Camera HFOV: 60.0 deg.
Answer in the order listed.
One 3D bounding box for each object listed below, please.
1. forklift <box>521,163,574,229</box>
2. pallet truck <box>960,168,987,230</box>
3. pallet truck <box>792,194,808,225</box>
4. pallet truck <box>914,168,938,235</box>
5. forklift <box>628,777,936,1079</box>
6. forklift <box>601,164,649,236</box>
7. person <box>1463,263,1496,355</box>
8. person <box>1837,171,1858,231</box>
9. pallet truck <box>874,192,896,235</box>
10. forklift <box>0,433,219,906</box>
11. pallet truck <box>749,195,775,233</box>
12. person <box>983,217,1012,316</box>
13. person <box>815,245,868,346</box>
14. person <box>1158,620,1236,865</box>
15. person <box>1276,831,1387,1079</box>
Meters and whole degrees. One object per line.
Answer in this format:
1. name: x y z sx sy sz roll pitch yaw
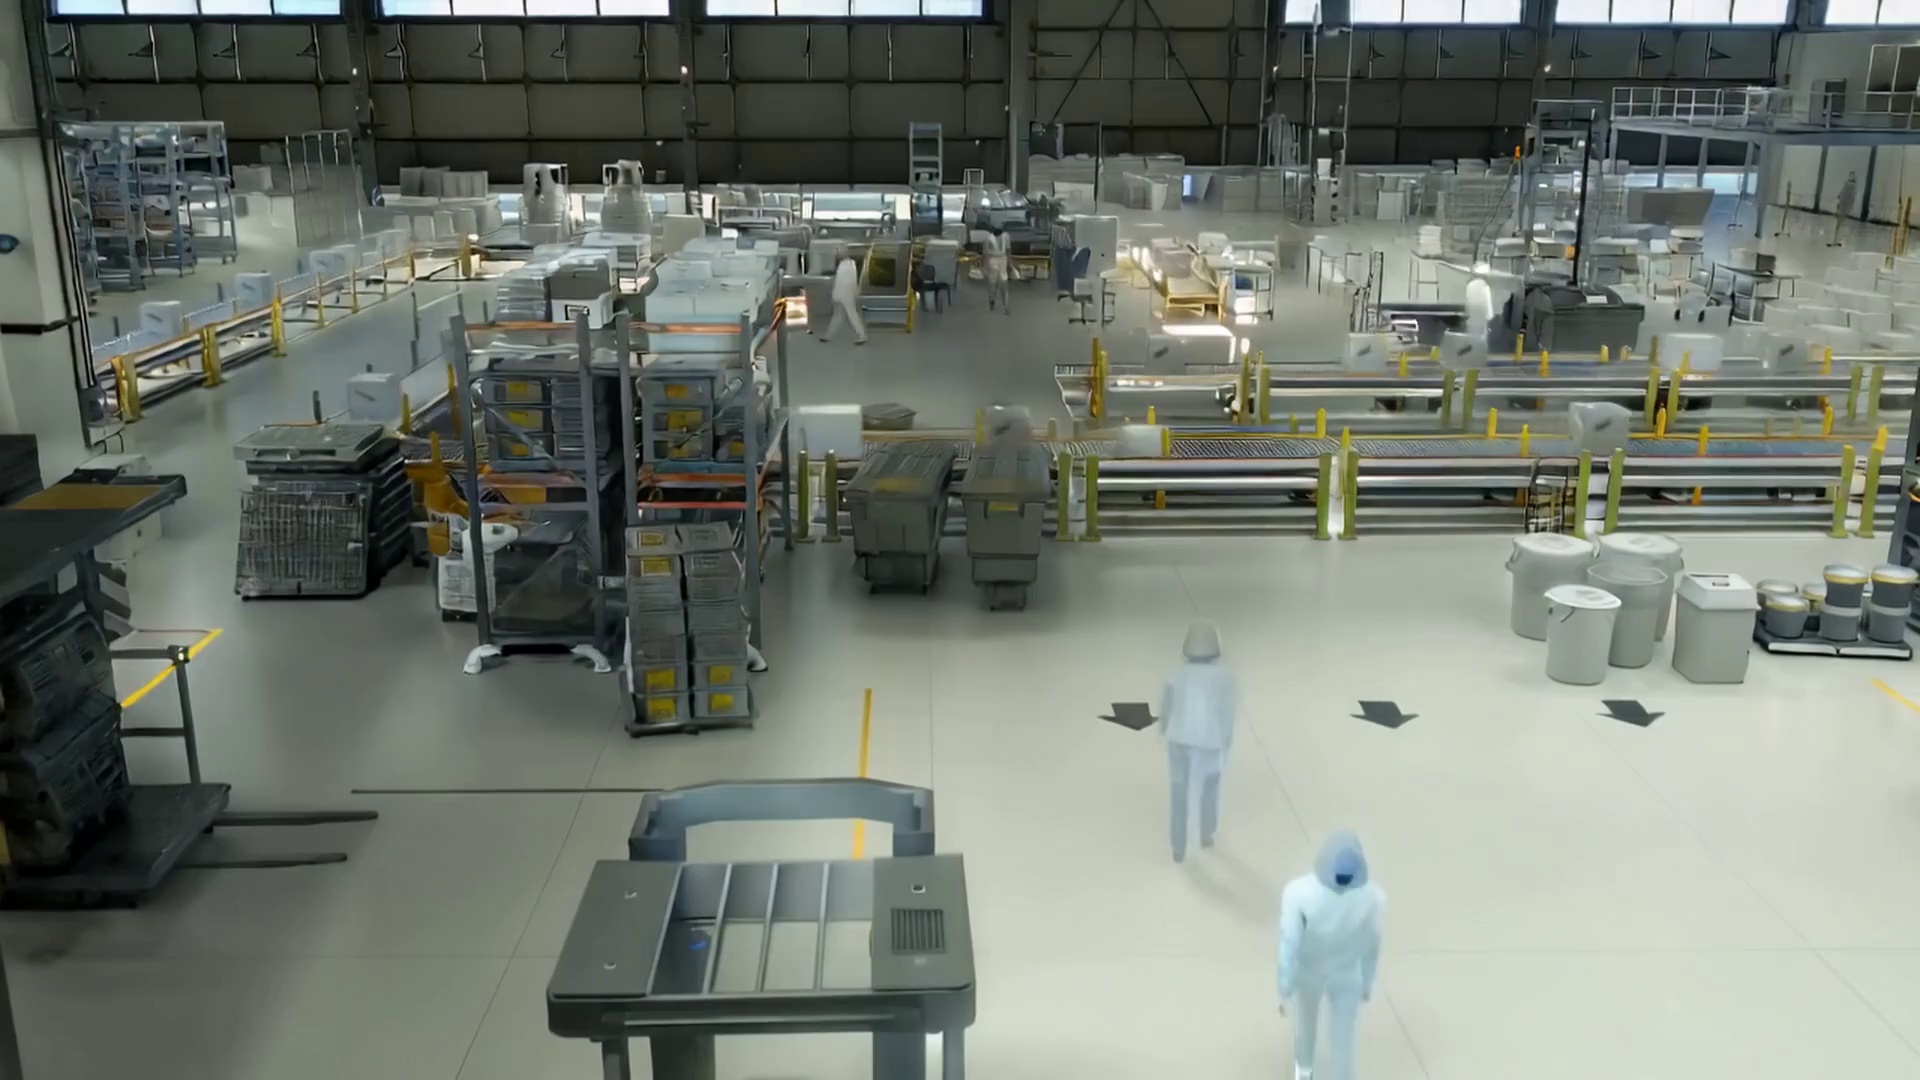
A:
1. forklift: -12.233 -10.122 49.298 1.157 1.987 2.680 0 16 -1
2. pallet truck: 0.383 -10.230 50.206 0.823 1.965 1.885 -1 16 -3
3. pallet truck: -4.814 -9.883 50.259 0.704 1.261 1.522 -1 16 -3
4. pallet truck: -0.989 -10.316 50.507 0.823 1.965 1.885 1 16 3
5. forklift: -0.542 2.165 5.552 1.129 2.768 1.873 -1 16 -2
6. forklift: -9.948 -10.127 49.296 1.157 1.987 2.680 -1 16 -3
7. person: 8.780 -3.810 28.293 0.977 1.779 0.591 -1 16 -5
8. person: 27.379 -10.410 51.173 0.542 1.802 0.927 -2 16 -6
9. pallet truck: -2.277 -9.986 50.594 0.653 1.274 1.630 0 16 -1
10. forklift: -5.952 0.780 10.366 1.873 2.768 1.129 0 16 -1
11. pallet truck: -6.051 -9.967 50.660 0.680 1.201 1.601 0 16 -1
12. person: 0.789 -5.646 34.286 0.630 1.985 1.077 -4 16 -13
13. person: -2.169 -4.463 30.439 1.029 1.842 0.641 1 16 4
14. person: 1.532 1.294 10.839 0.512 1.614 0.586 4 17 14
15. person: 1.767 2.124 8.004 0.504 1.581 0.899 3 16 9
